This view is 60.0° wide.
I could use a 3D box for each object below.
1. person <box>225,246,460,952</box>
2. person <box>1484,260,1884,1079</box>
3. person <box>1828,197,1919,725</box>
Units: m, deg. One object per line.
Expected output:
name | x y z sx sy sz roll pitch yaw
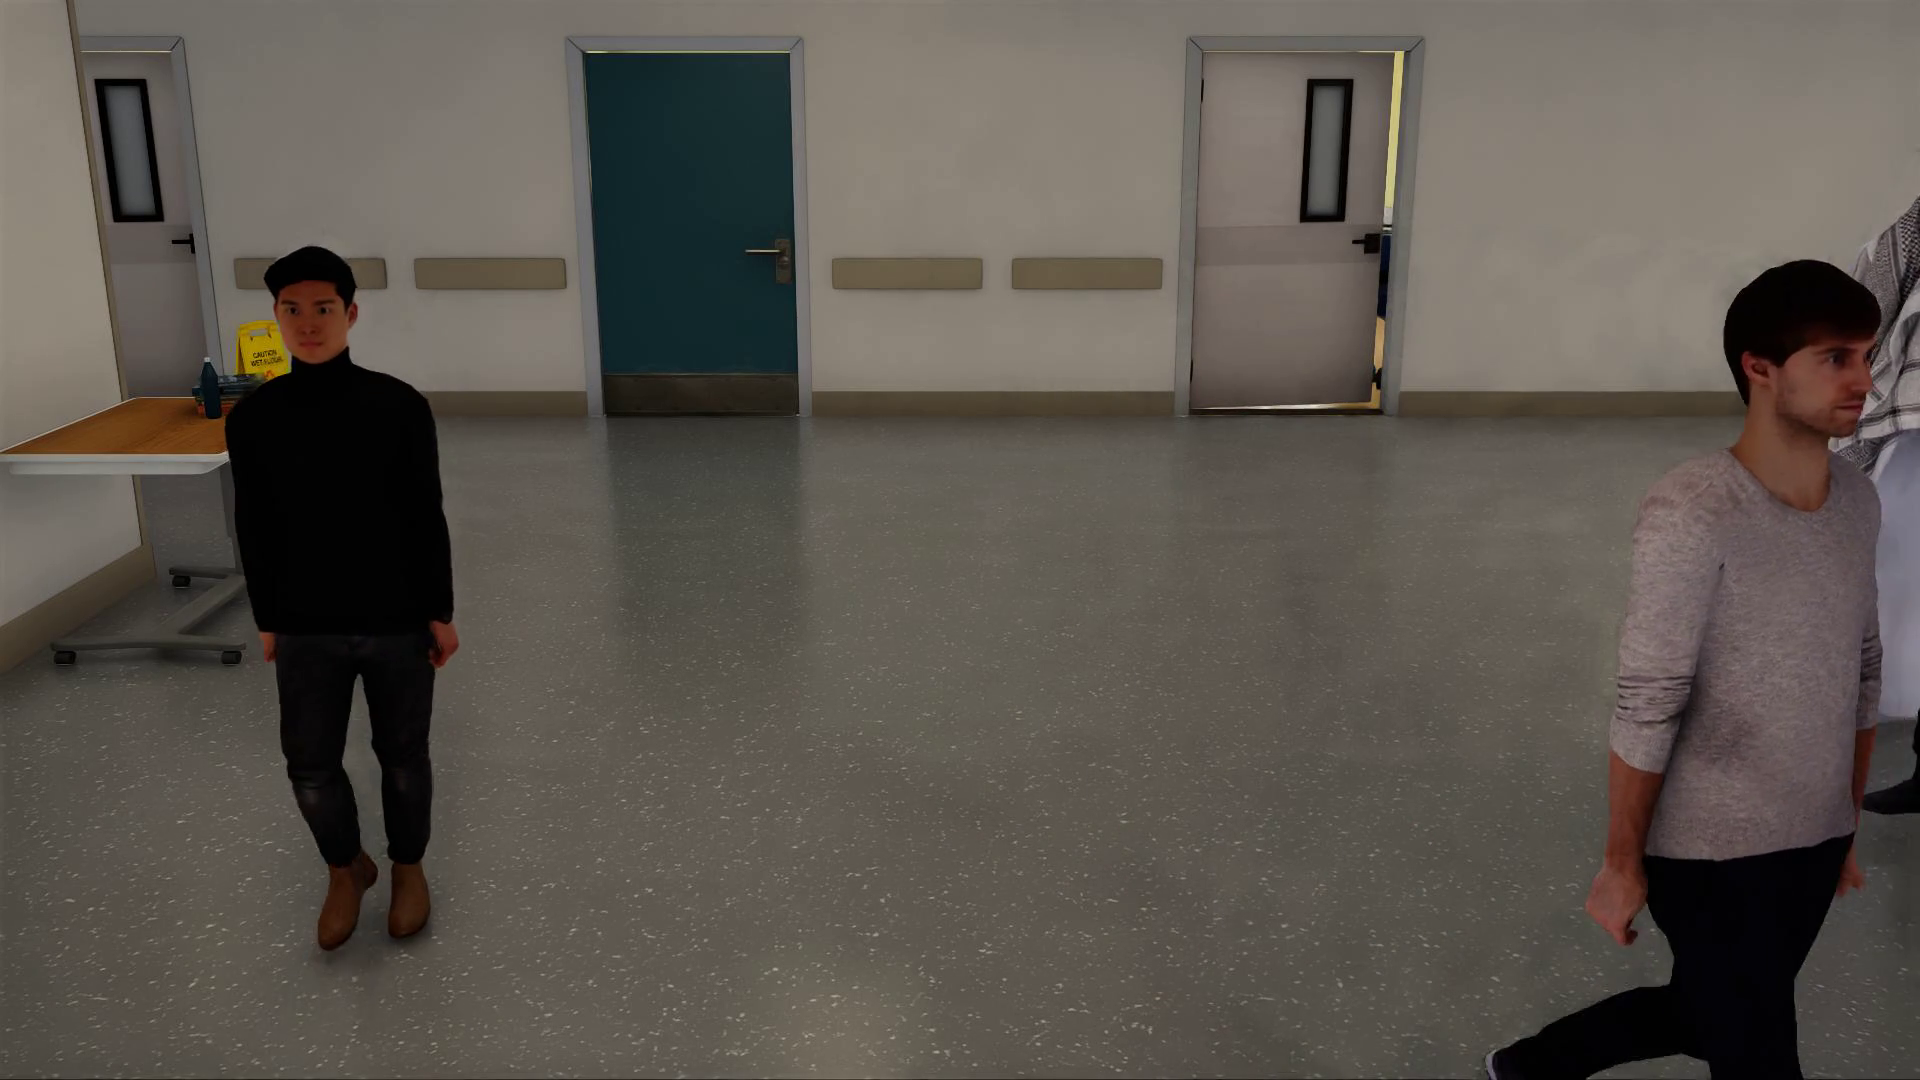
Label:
person | -1.478 0.142 4.095 0.601 1.710 0.766 -3 16 -11
person | 1.204 0.471 2.740 1.183 1.811 1.085 -9 18 -28
person | 2.799 -0.232 5.098 0.999 1.886 1.061 12 20 37
